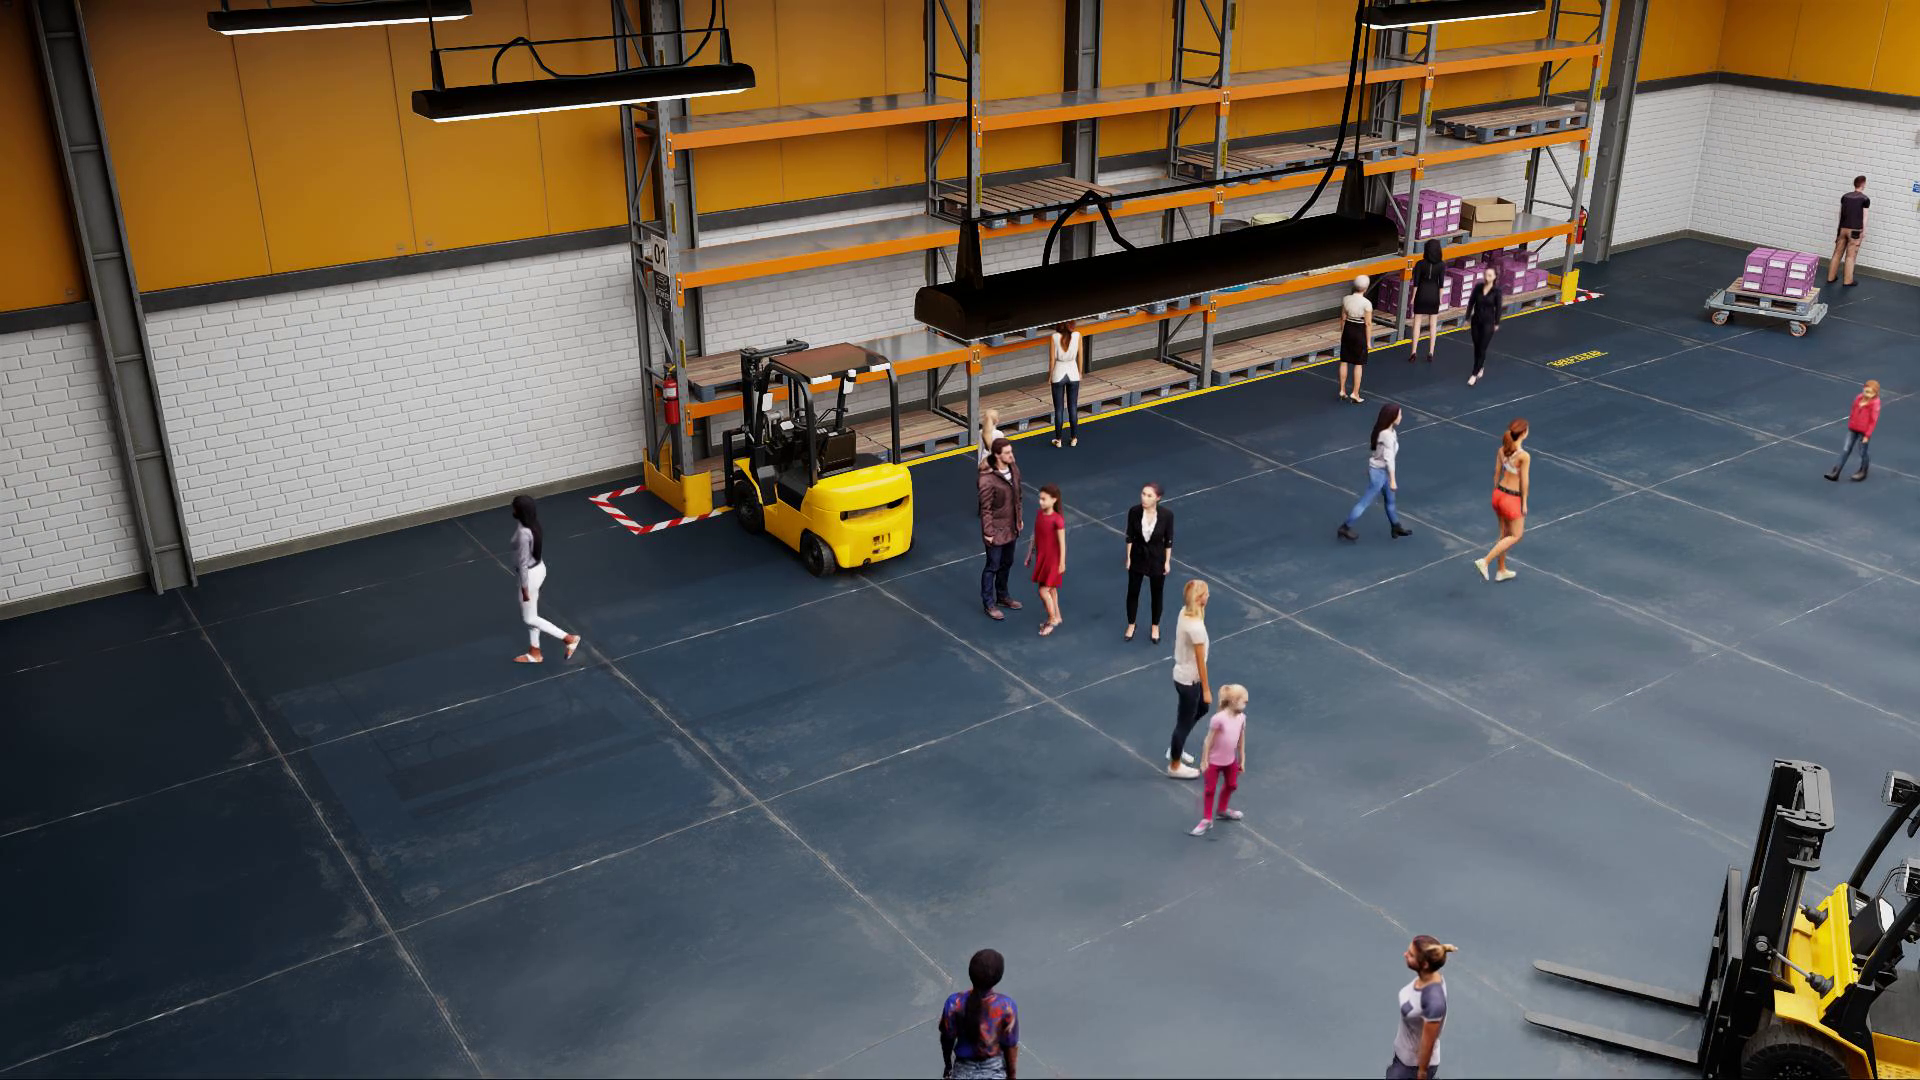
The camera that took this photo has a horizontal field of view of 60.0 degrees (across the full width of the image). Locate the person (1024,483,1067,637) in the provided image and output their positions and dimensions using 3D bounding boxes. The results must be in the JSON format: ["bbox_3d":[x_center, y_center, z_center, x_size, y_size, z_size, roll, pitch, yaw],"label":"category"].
[{"bbox_3d":[0.924,0.149,16.193,0.632,1.537,0.542,-15,28,-31],"label":"person"}]

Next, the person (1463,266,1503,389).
[{"bbox_3d":[7.305,-2.988,23.206,0.795,1.666,1.093,17,29,34],"label":"person"}]

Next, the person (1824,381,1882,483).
[{"bbox_3d":[10.773,-1.283,19.795,0.901,1.276,0.617,-10,25,-21],"label":"person"}]

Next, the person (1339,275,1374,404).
[{"bbox_3d":[5.332,-2.714,22.470,0.667,1.755,0.585,22,32,40],"label":"person"}]

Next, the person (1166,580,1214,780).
[{"bbox_3d":[1.774,1.155,13.562,0.739,1.800,0.705,-1,24,-1],"label":"person"}]

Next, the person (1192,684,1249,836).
[{"bbox_3d":[2.000,1.704,12.985,0.484,1.256,0.730,-4,24,-8],"label":"person"}]

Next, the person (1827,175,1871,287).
[{"bbox_3d":[15.087,-5.259,28.185,0.611,1.841,0.701,-13,27,-26],"label":"person"}]

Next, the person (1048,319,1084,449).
[{"bbox_3d":[1.328,-2.023,20.853,0.606,1.785,0.721,-3,24,-7],"label":"person"}]

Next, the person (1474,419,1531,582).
[{"bbox_3d":[5.578,-0.366,17.069,0.875,1.780,0.664,-11,26,-24],"label":"person"}]

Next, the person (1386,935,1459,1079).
[{"bbox_3d":[2.699,2.994,9.593,0.777,1.610,0.716,5,24,11],"label":"person"}]

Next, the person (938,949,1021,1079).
[{"bbox_3d":[0.090,3.081,9.256,1.064,1.720,1.050,-3,24,-6],"label":"person"}]

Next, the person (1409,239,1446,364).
[{"bbox_3d":[6.767,-3.461,24.116,0.645,1.805,0.712,4,24,8],"label":"person"}]

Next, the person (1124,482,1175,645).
[{"bbox_3d":[1.806,0.199,15.926,0.683,1.660,0.734,5,24,12],"label":"person"}]

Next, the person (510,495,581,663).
[{"bbox_3d":[-3.900,0.386,15.429,1.009,1.714,0.894,0,24,1],"label":"person"}]

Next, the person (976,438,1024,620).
[{"bbox_3d":[0.397,-0.145,16.474,0.891,1.849,0.727,18,29,35],"label":"person"}]

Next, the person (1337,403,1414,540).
[{"bbox_3d":[4.466,-0.693,18.060,1.147,1.585,1.024,1,24,2],"label":"person"}]

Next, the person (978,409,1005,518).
[{"bbox_3d":[0.348,-0.868,18.847,0.567,1.274,0.593,13,27,28],"label":"person"}]
